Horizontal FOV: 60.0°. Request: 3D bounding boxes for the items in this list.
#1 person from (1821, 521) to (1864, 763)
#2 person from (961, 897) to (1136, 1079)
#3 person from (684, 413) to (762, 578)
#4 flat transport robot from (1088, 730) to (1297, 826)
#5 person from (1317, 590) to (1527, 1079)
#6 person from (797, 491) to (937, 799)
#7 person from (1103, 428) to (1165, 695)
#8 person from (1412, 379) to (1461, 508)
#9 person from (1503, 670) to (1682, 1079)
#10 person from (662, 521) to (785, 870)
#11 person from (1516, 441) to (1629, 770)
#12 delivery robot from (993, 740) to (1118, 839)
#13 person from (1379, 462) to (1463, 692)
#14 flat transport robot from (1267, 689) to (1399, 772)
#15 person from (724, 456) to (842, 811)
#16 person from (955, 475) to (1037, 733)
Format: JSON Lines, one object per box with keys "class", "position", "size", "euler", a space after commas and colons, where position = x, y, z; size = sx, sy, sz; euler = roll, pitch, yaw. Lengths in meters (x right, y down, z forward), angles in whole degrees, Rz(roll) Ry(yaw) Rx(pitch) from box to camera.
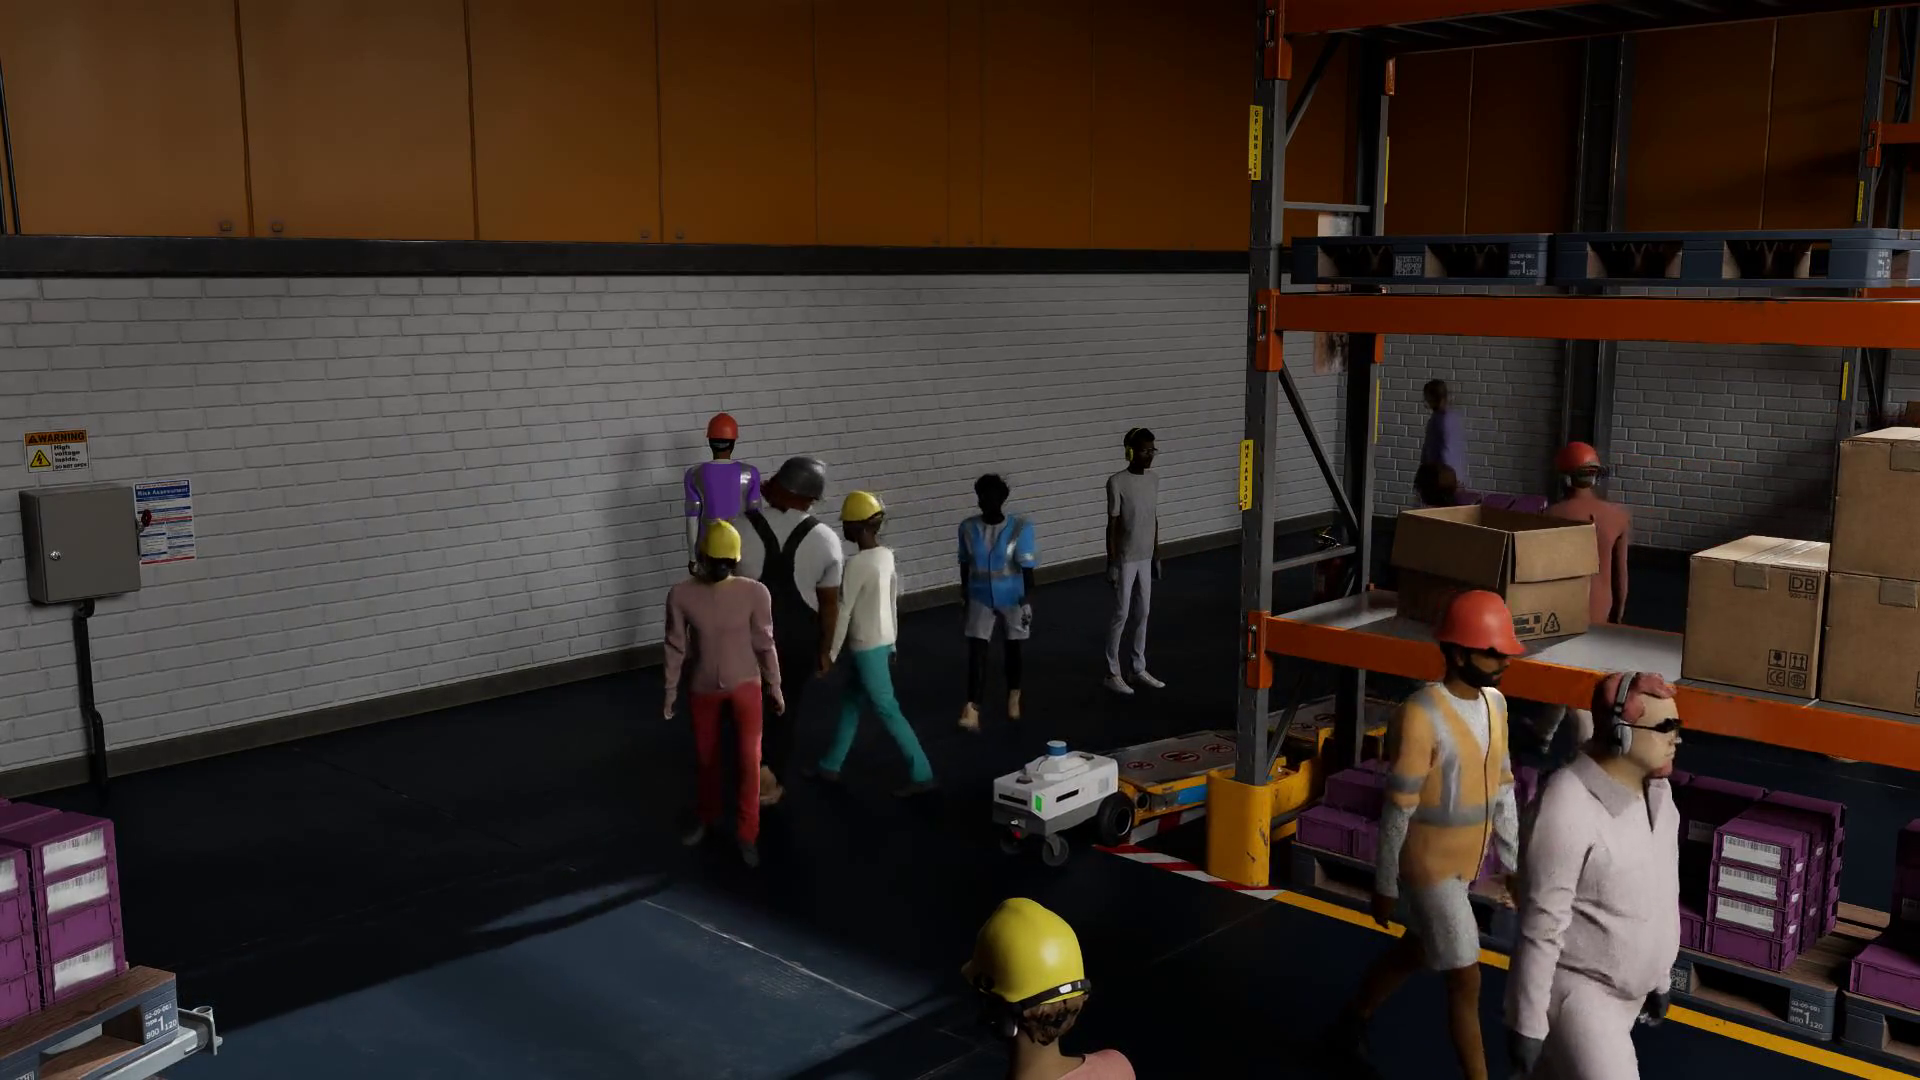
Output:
{"class": "person", "position": [5.363, 0.413, 9.997], "size": [0.429, 1.839, 0.633], "euler": [1, 9, 8]}
{"class": "person", "position": [0.128, 1.553, 3.232], "size": [0.530, 1.768, 0.312], "euler": [-9, 13, -44]}
{"class": "person", "position": [-1.672, 0.069, 11.806], "size": [0.547, 1.938, 0.359], "euler": [-1, 9, -9]}
{"class": "flat transport robot", "position": [1.170, 1.314, 9.267], "size": [1.431, 0.197, 0.652], "euler": [-6, 11, -34]}
{"class": "person", "position": [1.634, 1.084, 5.730], "size": [0.557, 1.897, 0.965], "euler": [-9, 13, -43]}
{"class": "person", "position": [-0.516, 0.590, 9.305], "size": [0.877, 1.721, 0.537], "euler": [3, 10, 17]}
{"class": "person", "position": [1.212, 0.147, 11.590], "size": [0.508, 1.854, 0.316], "euler": [-8, 12, -41]}
{"class": "person", "position": [4.495, -0.575, 15.815], "size": [0.565, 1.913, 0.623], "euler": [2, 10, 14]}
{"class": "person", "position": [1.756, 1.256, 4.771], "size": [0.657, 1.870, 0.952], "euler": [-9, 13, -44]}
{"class": "person", "position": [-1.177, 0.750, 8.268], "size": [0.614, 1.723, 0.733], "euler": [0, 9, -1]}
{"class": "person", "position": [3.513, 0.393, 9.762], "size": [0.634, 1.942, 0.982], "euler": [-3, 10, -18]}
{"class": "delivery robot", "position": [0.487, 1.262, 8.431], "size": [0.477, 0.478, 0.707], "euler": [8, 12, 40]}
{"class": "person", "position": [2.852, 0.435, 9.992], "size": [0.623, 1.810, 0.901], "euler": [-3, 10, -19]}
{"class": "flat transport robot", "position": [2.309, 1.167, 10.167], "size": [1.431, 0.197, 0.652], "euler": [-8, 13, -42]}
{"class": "person", "position": [-0.986, 0.479, 8.975], "size": [0.699, 2.000, 0.688], "euler": [-1, 9, -8]}
{"class": "person", "position": [0.223, 0.403, 10.605], "size": [0.554, 1.636, 0.873], "euler": [3, 10, 16]}
